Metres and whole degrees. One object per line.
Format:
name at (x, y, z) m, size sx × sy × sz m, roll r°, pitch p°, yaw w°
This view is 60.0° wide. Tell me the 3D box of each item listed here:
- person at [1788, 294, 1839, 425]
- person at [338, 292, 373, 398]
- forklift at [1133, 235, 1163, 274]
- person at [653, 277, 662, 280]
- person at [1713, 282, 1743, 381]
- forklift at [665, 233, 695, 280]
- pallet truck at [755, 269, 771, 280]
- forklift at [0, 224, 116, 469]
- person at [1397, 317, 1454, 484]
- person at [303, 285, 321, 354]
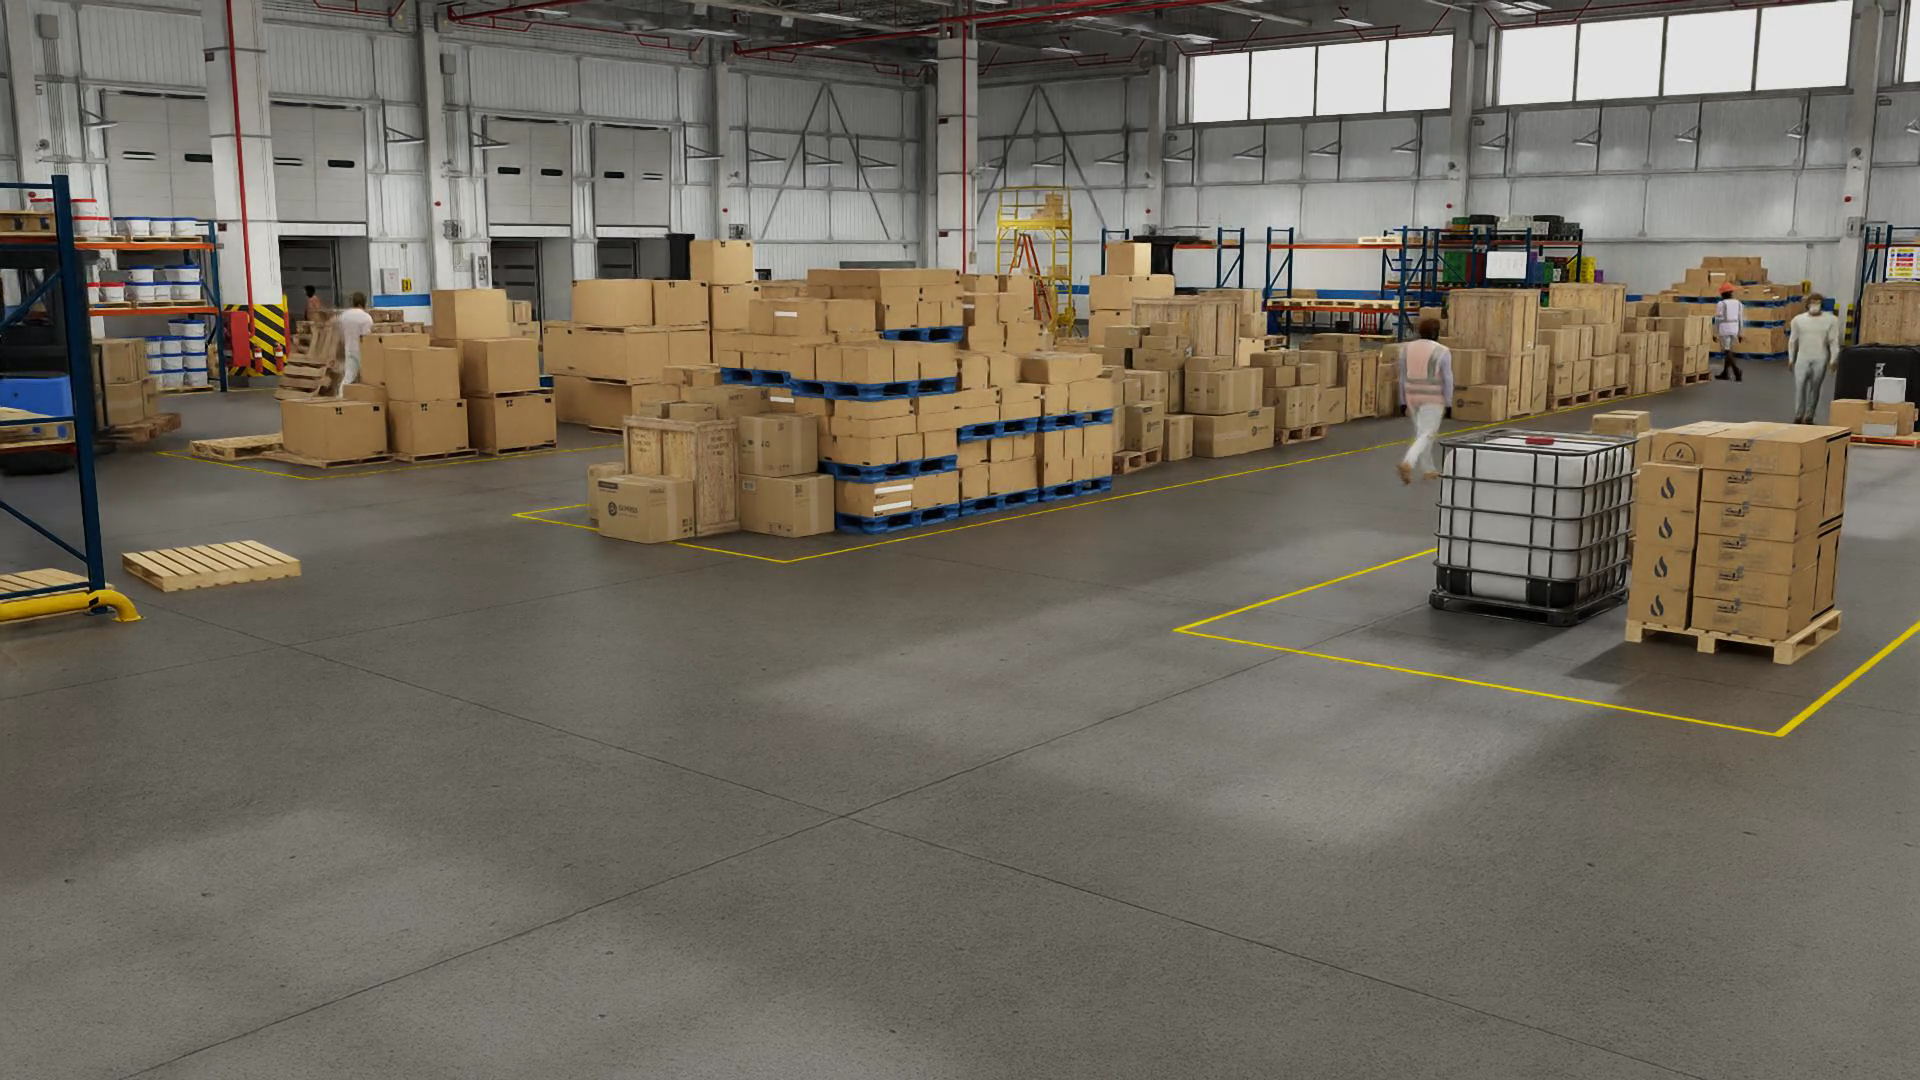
person at (12.103, -2.534, 23.631) m, size 0.652 × 1.883 × 1.012 m, roll 5°, pitch 11°, yaw 29°
person at (-9.189, -2.837, 25.387) m, size 0.647 × 1.891 × 1.016 m, roll 5°, pitch 11°, yaw 24°
forklift at (4.260, -5.545, 37.963) m, size 1.873 × 2.768 × 1.129 m, roll 6°, pitch 12°, yaw 32°
person at (-6.519, -4.725, 36.018) m, size 0.634 × 1.930 × 0.384 m, roll -5°, pitch 11°, yaw -25°
person at (14.798, -3.986, 31.911) m, size 0.577 × 1.900 × 0.847 m, roll -3°, pitch 10°, yaw -15°
forklift at (-5.428, -4.603, 32.600) m, size 1.873 × 2.768 × 1.129 m, roll 1°, pitch 10°, yaw 5°
pallet truck at (-4.996, -6.432, 45.525) m, size 1.885 × 1.965 × 0.823 m, roll -6°, pitch 12°, yaw -32°
forklift at (-10.816, -2.283, 19.393) m, size 1.129 × 2.768 × 1.873 m, roll -2°, pitch 10°, yaw -12°
person at (5.024, -1.508, 18.029) m, size 0.842 × 1.814 × 0.632 m, roll -8°, pitch 13°, yaw -38°
person at (-15.539, -5.245, 39.716) m, size 0.846 × 1.652 × 0.556 m, roll -9°, pitch 13°, yaw -41°
